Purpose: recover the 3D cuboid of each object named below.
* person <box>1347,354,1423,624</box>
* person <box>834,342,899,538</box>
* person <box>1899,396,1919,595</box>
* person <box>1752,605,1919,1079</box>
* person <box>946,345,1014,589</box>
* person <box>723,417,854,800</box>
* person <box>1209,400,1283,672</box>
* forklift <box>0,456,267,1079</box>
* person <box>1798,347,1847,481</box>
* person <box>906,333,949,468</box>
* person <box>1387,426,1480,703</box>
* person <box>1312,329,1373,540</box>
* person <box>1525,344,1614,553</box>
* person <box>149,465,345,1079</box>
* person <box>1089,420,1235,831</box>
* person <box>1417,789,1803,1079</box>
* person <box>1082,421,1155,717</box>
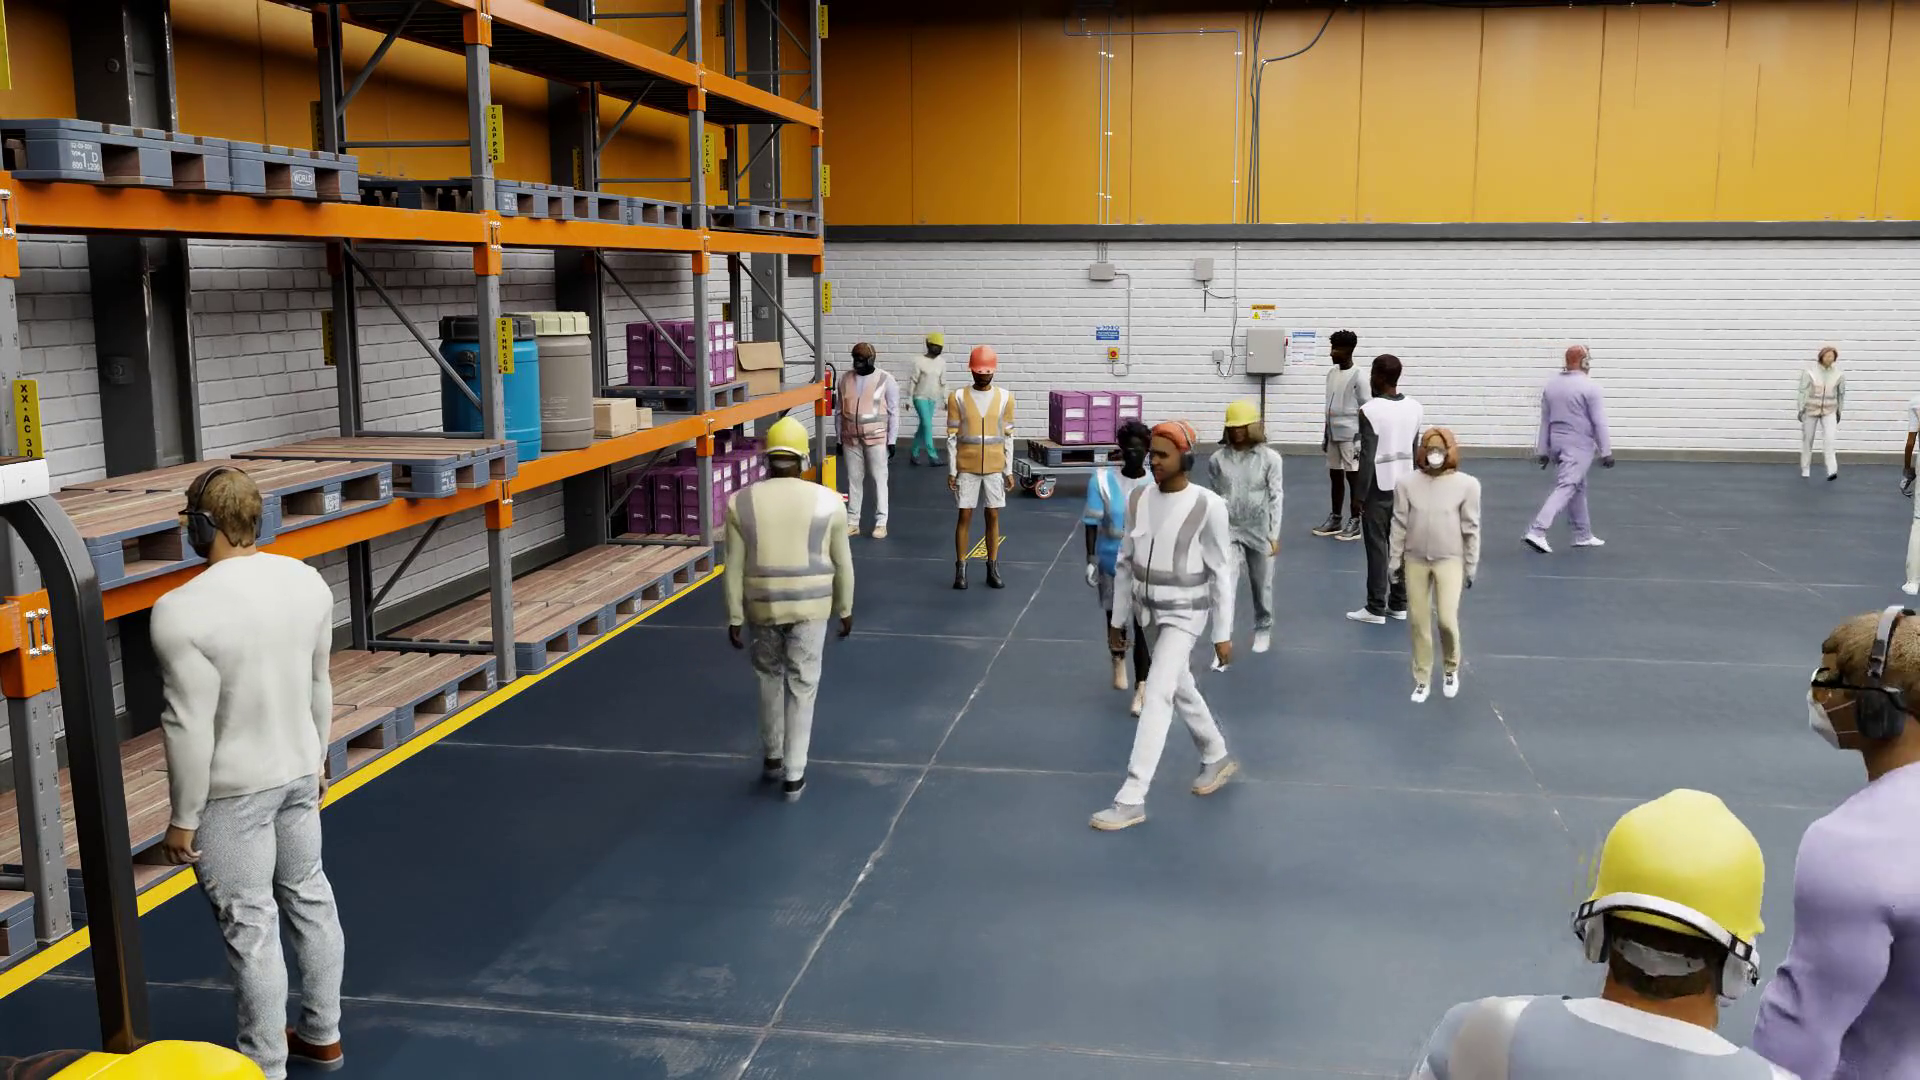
[{"bbox_3d":[3.037,-0.361,11.854,0.599,1.916,0.377,-6,11,-35],"label":"person"},{"bbox_3d":[-0.890,-0.931,15.612,0.631,1.840,0.428,3,10,19],"label":"person"},{"bbox_3d":[7.542,-0.494,12.809,0.520,1.876,0.326,6,11,33],"label":"person"},{"bbox_3d":[1.632,1.054,3.170,0.664,1.896,0.932,-7,12,-38],"label":"person"},{"bbox_3d":[0.167,-0.568,13.100,0.542,1.929,0.373,-1,9,-7],"label":"person"},{"bbox_3d":[-0.812,0.307,8.053,0.611,1.806,0.684,0,9,0],"label":"person"},{"bbox_3d":[1.837,-0.060,10.677,0.493,1.697,0.887,3,10,19],"label":"person"},{"bbox_3d":[-2.328,0.975,2.765,2.313,2.155,1.214,1,9,9],"label":"forklift"},{"bbox_3d":[10.300,-1.503,19.905,0.531,1.593,0.870,3,10,17],"label":"person"},{"bbox_3d":[-0.402,-1.774,21.173,0.548,1.716,0.891,-9,13,-43],"label":"person"},{"bbox_3d":[2.727,0.148,9.610,0.498,1.625,0.355,5,11,29],"label":"person"},{"bbox_3d":[3.592,-0.981,15.534,0.370,1.963,0.608,-4,10,-23],"label":"person"},{"bbox_3d":[5.444,-0.815,14.868,0.991,1.870,0.633,-3,10,-17],"label":"person"},{"bbox_3d":[-2.126,0.742,4.987,0.374,1.939,0.628,4,10,21],"label":"person"},{"bbox_3d":[0.987,0.358,7.692,1.006,1.836,0.585,-7,12,-38],"label":"person"},{"bbox_3d":[0.903,1.241,2.320,0.613,1.808,0.478,7,11,35],"label":"person"},{"bbox_3d":[0.982,0.126,9.642,0.536,1.660,0.839,2,9,9],"label":"person"}]
